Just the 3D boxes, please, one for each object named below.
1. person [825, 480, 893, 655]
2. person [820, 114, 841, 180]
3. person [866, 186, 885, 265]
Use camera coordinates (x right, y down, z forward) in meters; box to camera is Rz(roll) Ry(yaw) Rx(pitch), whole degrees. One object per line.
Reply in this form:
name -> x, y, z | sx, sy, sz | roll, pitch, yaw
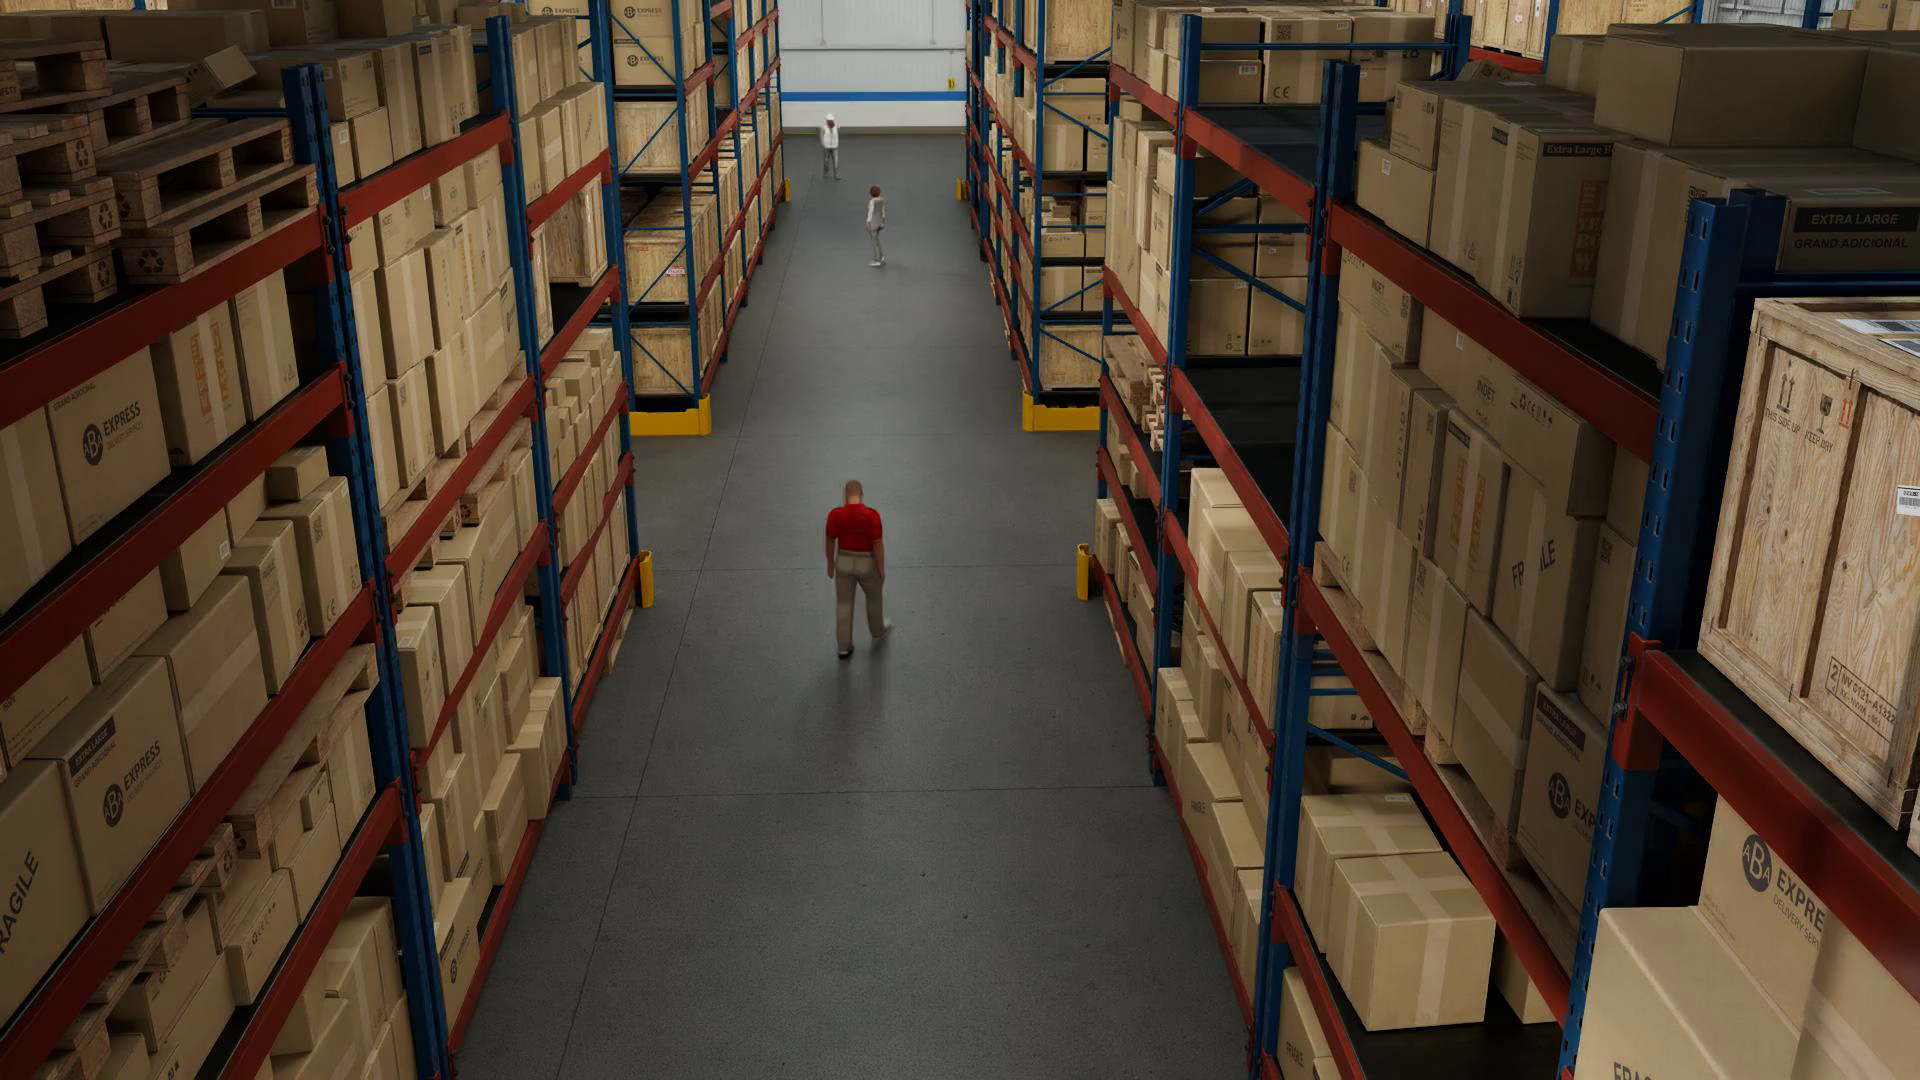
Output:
person -> -0.971, 0.215, 15.960 | 0.584, 1.707, 0.743 | 3, 21, 8
person -> -3.520, -10.675, 45.145 | 0.540, 1.738, 0.963 | -6, 21, -15
person -> -1.743, -6.391, 33.862 | 0.364, 1.628, 0.422 | 13, 24, 32
